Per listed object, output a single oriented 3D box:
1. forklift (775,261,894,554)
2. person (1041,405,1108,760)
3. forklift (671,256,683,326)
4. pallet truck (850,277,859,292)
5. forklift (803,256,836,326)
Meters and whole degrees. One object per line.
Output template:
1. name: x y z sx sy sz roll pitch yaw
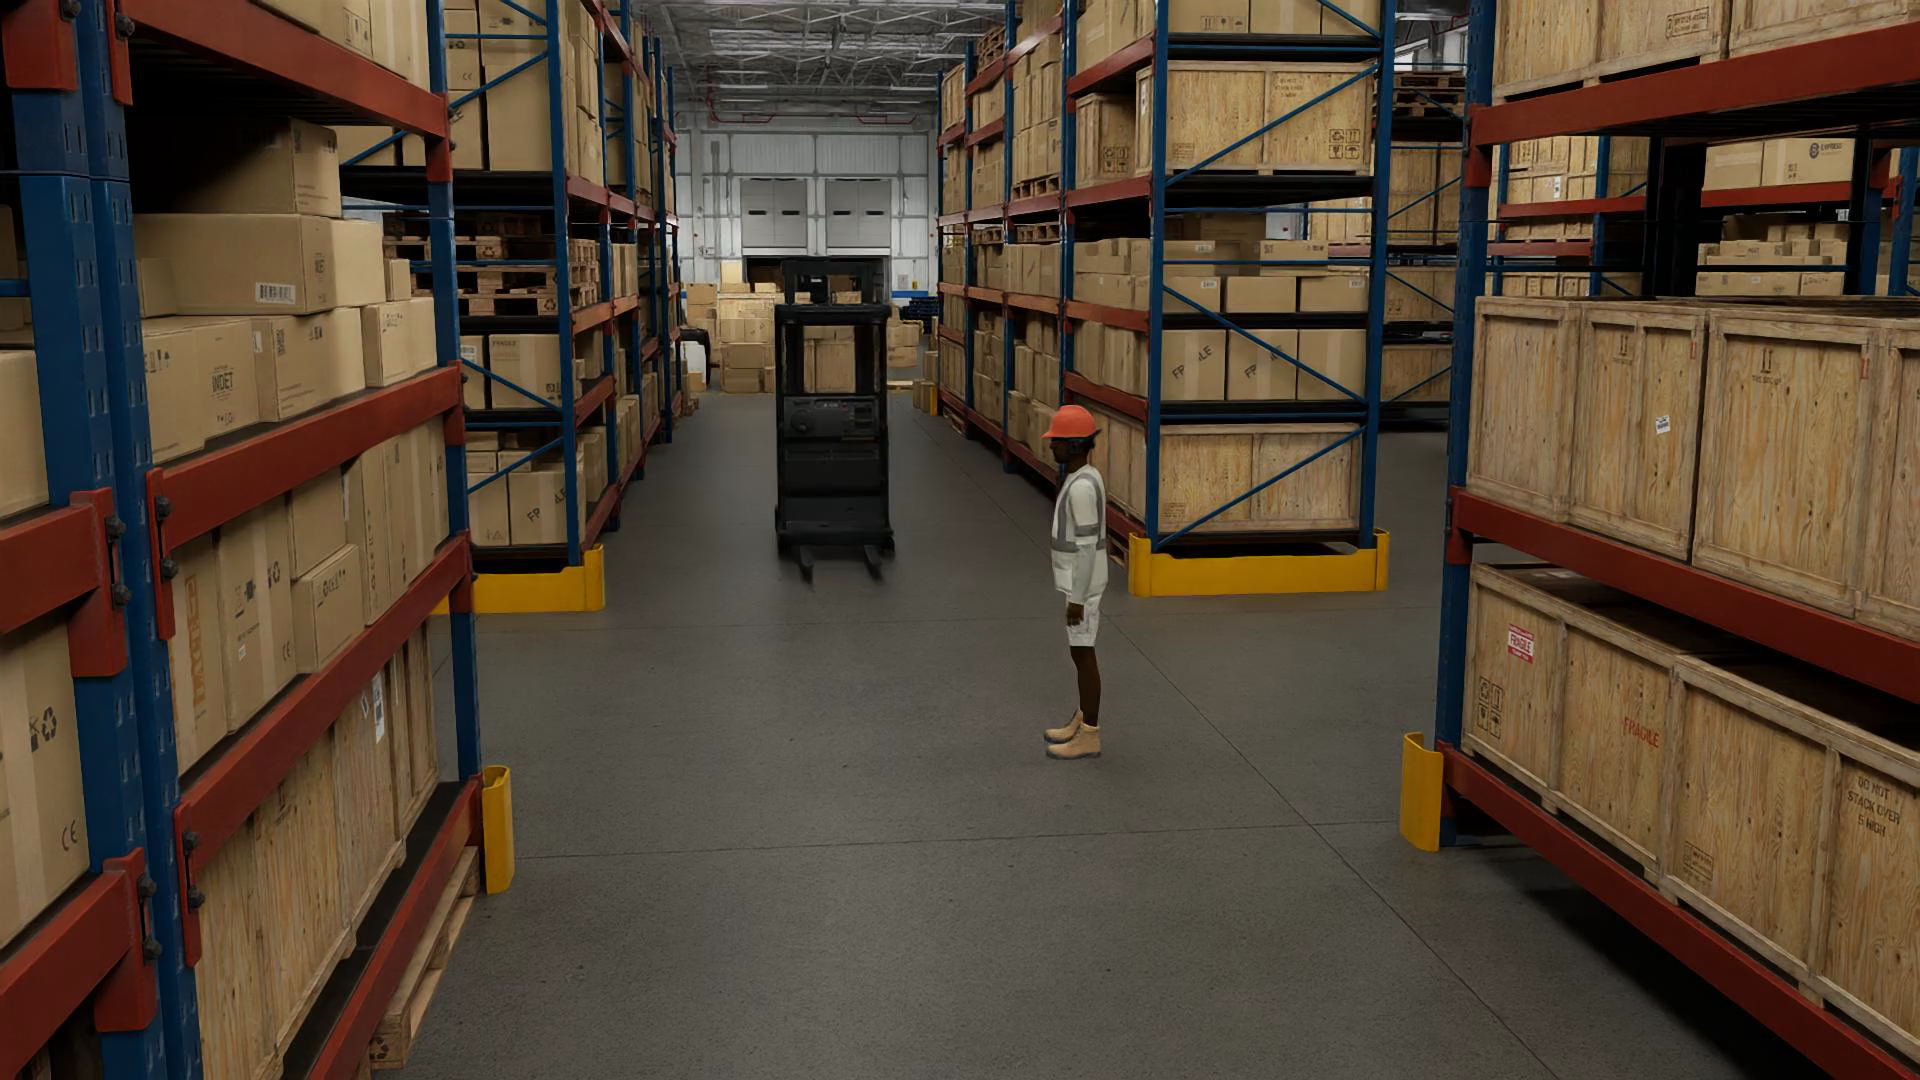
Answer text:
1. forklift: -1.304 -1.391 16.661 1.129 2.768 1.873 -1 10 -7
2. person: 0.657 0.246 9.568 0.391 2.045 0.608 1 10 5
3. forklift: -11.356 -9.574 64.303 1.129 2.768 1.873 -1 10 -7
4. pallet truck: -3.782 -9.391 65.808 1.885 1.965 0.823 2 10 10
5. forklift: -5.026 -8.560 58.401 1.129 2.768 1.873 -9 13 -41
